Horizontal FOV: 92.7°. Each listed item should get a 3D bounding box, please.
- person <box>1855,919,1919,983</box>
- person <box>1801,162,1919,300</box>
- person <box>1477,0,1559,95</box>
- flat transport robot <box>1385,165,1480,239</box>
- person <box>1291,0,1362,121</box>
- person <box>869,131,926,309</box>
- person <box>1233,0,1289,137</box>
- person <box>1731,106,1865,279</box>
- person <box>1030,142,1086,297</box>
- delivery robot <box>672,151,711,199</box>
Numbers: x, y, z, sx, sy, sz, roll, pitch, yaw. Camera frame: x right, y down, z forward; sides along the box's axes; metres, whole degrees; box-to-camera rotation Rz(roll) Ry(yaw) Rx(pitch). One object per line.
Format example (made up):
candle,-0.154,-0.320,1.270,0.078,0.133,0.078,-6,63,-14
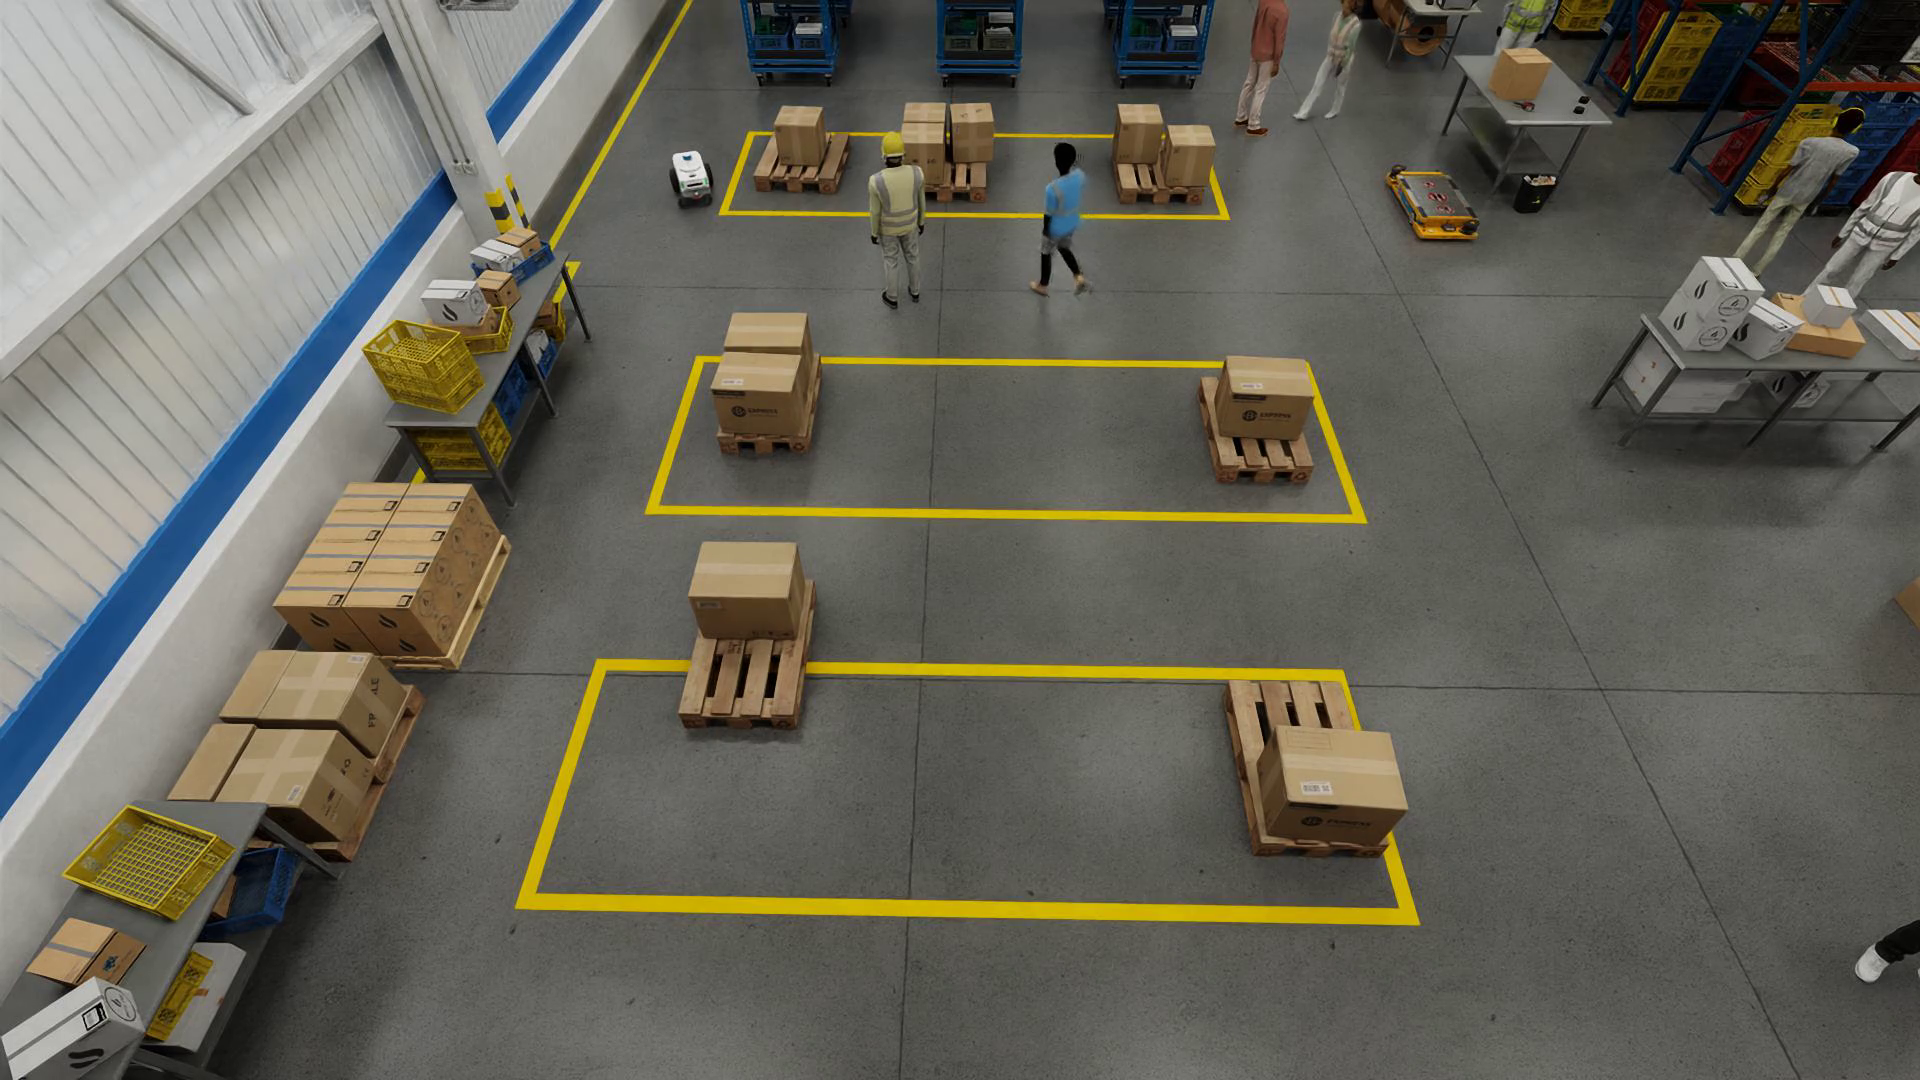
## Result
person,5.607,1.969,4.729,0.591,1.920,0.393,29,55,23
person,8.961,-2.926,8.995,0.343,1.878,0.578,-27,54,-22
person,7.744,-7.073,12.615,0.631,1.836,0.429,19,52,16
flat transport robot,5.692,-4.094,11.059,0.652,0.197,1.431,1,49,1
person,4.956,-6.341,12.128,0.822,1.589,0.515,-24,53,-19
person,-0.635,-3.201,9.260,0.600,1.831,0.404,-20,52,-16
person,3.943,-6.259,11.802,0.382,1.995,0.612,-16,51,-14
person,8.686,-3.568,9.553,0.513,1.872,0.328,24,53,20
person,1.045,-3.205,9.357,0.537,1.675,0.577,-34,57,-26
delivery robot,-3.266,-4.451,11.121,0.477,0.478,0.707,-15,51,-13
